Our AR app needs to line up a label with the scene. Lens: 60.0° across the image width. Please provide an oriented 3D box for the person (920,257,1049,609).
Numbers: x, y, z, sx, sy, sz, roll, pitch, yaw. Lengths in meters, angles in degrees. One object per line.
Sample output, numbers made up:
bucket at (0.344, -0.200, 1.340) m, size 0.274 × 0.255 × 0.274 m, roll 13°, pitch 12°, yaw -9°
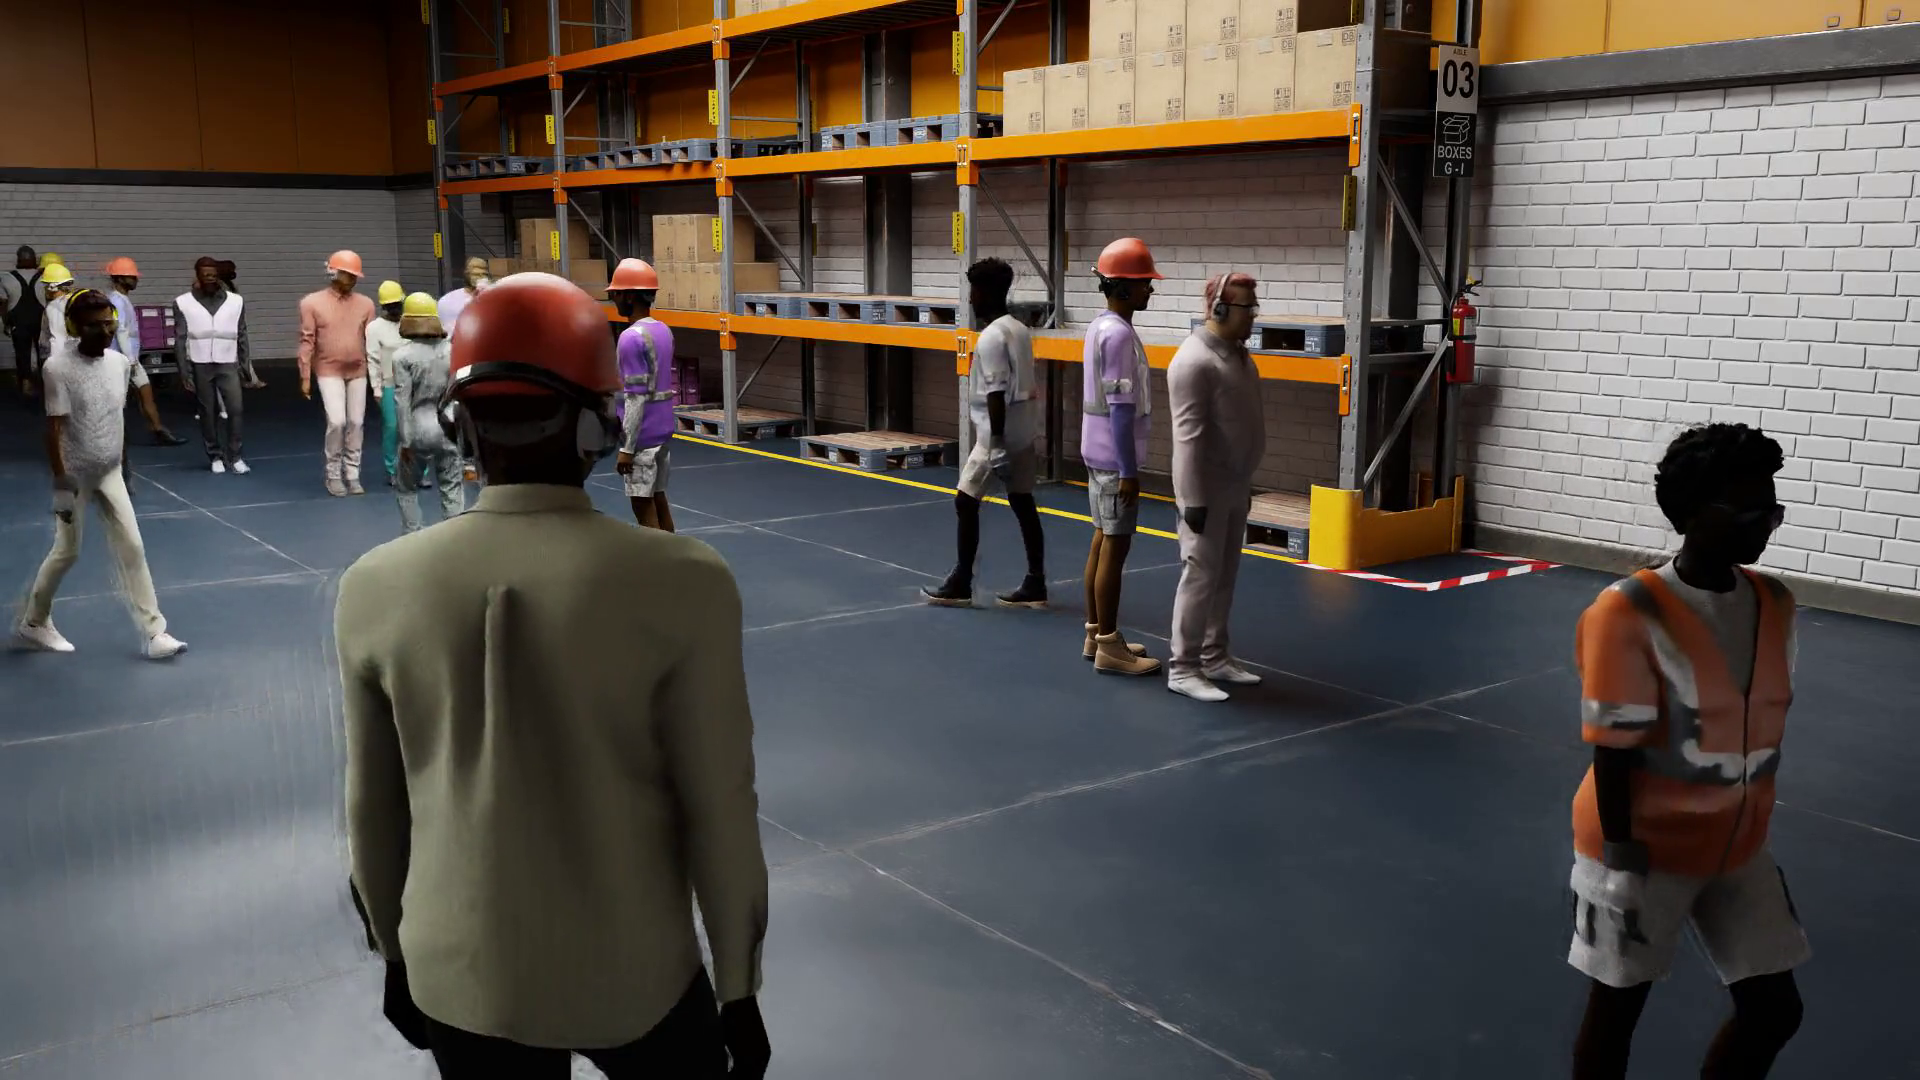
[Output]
person at (0.124, -0.579, 9.198) m, size 0.840 × 1.934 × 0.641 m, roll 4°, pitch 11°, yaw 23°

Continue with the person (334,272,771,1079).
person at (-0.586, 0.606, 2.461) m, size 0.659 × 1.976 × 0.447 m, roll 1°, pitch 10°, yaw 7°

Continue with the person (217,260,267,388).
person at (-10.295, -3.010, 23.265) m, size 0.987 × 1.799 × 0.611 m, roll 2°, pitch 10°, yaw 10°

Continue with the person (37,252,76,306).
person at (-10.651, -2.442, 19.735) m, size 0.426 × 1.915 × 0.584 m, roll -2°, pitch 10°, yaw -12°

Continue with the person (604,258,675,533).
person at (-1.772, -0.579, 9.220) m, size 0.357 × 1.938 × 0.545 m, roll 1°, pitch 10°, yaw 8°

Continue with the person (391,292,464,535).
person at (-3.214, -0.621, 10.051) m, size 0.484 × 1.728 × 0.530 m, roll -10°, pitch 14°, yaw -43°

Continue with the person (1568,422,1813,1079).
person at (1.436, 0.614, 3.242) m, size 0.539 × 1.684 × 0.507 m, roll -4°, pitch 11°, yaw -19°

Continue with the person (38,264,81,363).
person at (-8.297, -1.632, 15.414) m, size 0.403 × 1.833 × 0.591 m, roll -1°, pitch 10°, yaw -6°

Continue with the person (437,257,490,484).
person at (-3.980, -1.379, 13.792) m, size 0.644 × 1.897 × 0.920 m, roll -6°, pitch 12°, yaw -32°

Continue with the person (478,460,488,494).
person at (-2.466, -0.397, 9.010) m, size 0.758 × 1.674 × 0.560 m, roll 7°, pitch 12°, yaw 35°

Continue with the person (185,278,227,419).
person at (-8.696, -2.203, 19.198) m, size 0.494 × 1.624 × 0.285 m, roll -9°, pitch 14°, yaw -43°

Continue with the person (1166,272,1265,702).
person at (1.159, -0.237, 7.429) m, size 0.396 × 1.898 × 0.656 m, roll 6°, pitch 12°, yaw 31°

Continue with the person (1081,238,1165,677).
person at (0.761, -0.386, 7.849) m, size 0.374 × 2.044 × 0.605 m, roll -1°, pitch 10°, yaw -4°

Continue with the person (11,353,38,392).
person at (-12.252, -2.848, 22.175) m, size 0.605 × 1.855 × 0.753 m, roll 8°, pitch 13°, yaw 38°

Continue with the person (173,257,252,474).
person at (-6.466, -1.484, 14.466) m, size 0.621 × 1.869 × 0.788 m, roll -6°, pitch 12°, yaw -32°

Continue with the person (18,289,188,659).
person at (-4.231, -0.306, 8.091) m, size 0.998 × 1.817 × 0.575 m, roll 4°, pitch 11°, yaw 23°

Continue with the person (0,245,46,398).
person at (-12.268, -2.903, 21.947) m, size 0.690 × 2.000 × 0.945 m, roll -5°, pitch 11°, yaw -27°

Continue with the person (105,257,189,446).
person at (-8.251, -1.823, 16.344) m, size 1.001 × 1.892 × 0.565 m, roll -3°, pitch 11°, yaw -18°

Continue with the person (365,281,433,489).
person at (-4.595, -1.255, 13.603) m, size 0.523 × 1.715 × 0.666 m, roll -8°, pitch 13°, yaw -37°

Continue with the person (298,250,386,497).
person at (-4.906, -1.317, 13.275) m, size 0.657 × 1.959 × 0.553 m, roll -9°, pitch 14°, yaw -42°
